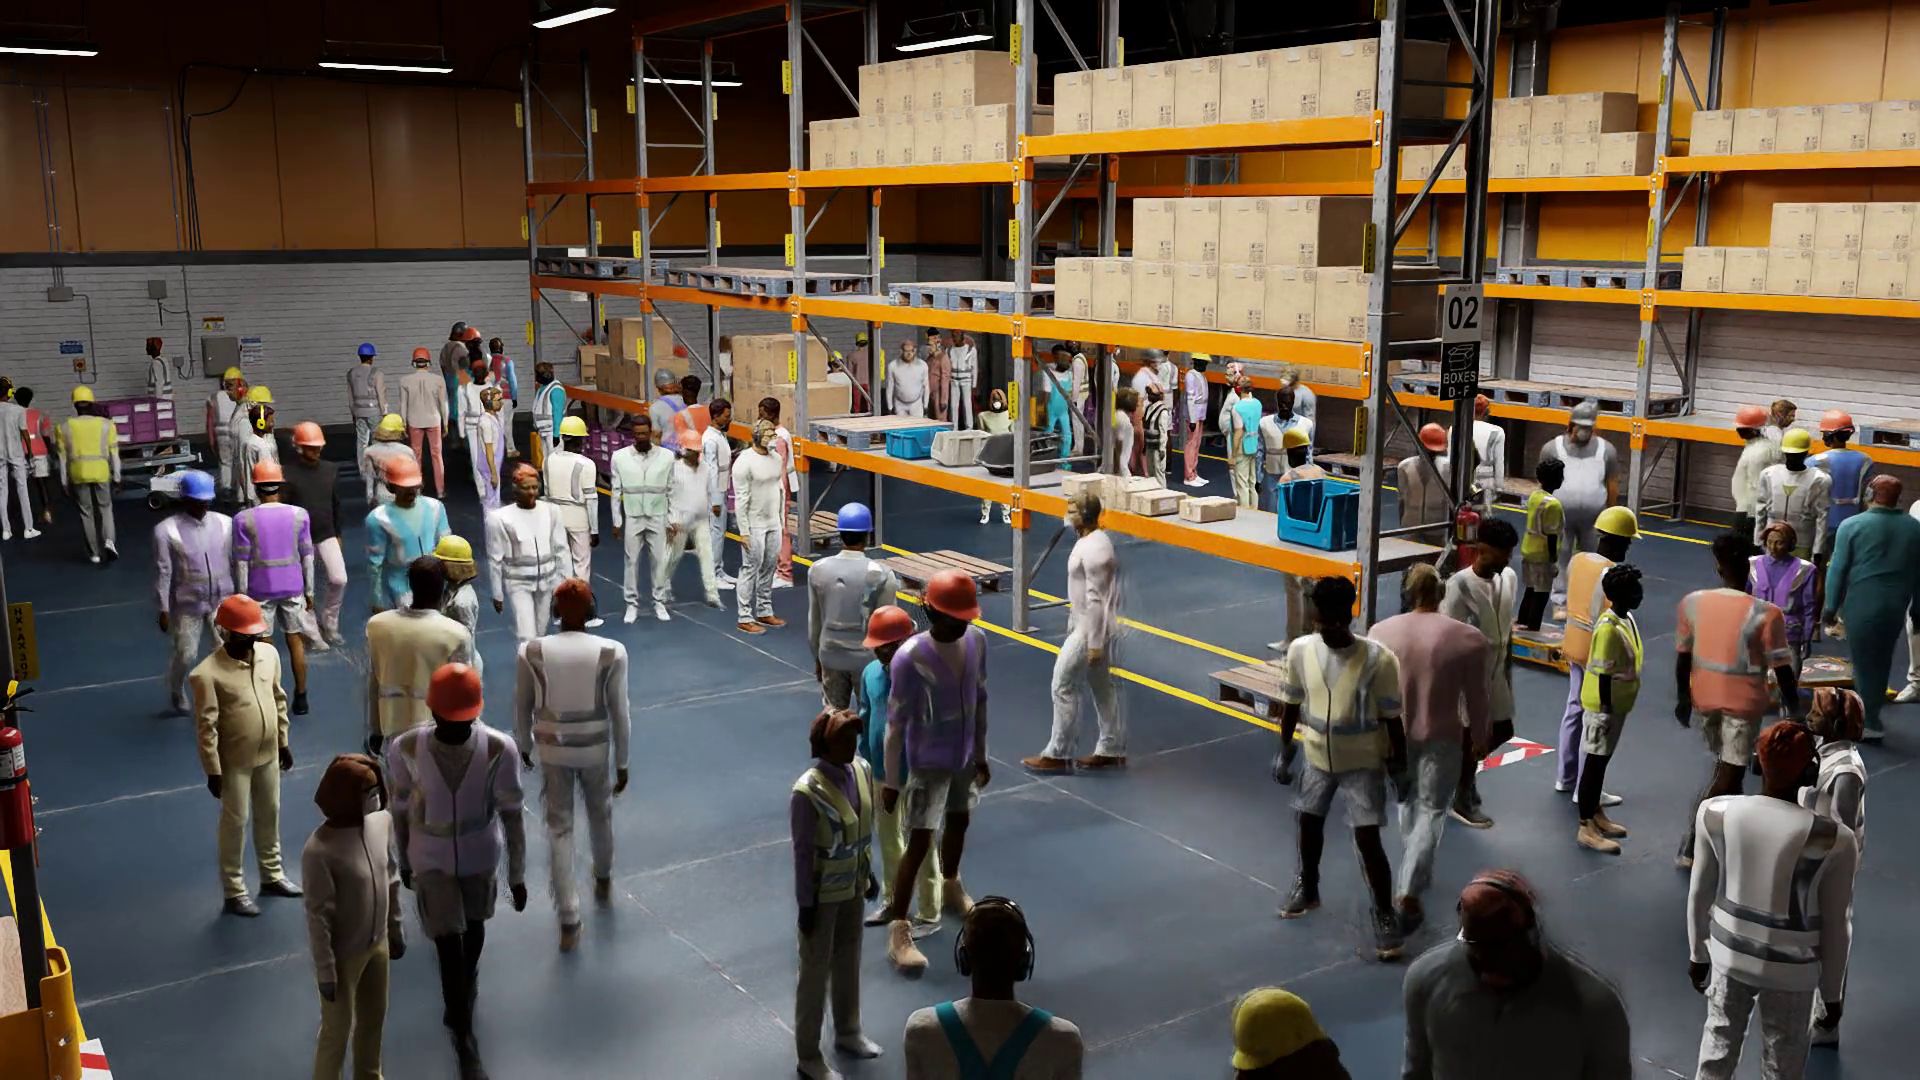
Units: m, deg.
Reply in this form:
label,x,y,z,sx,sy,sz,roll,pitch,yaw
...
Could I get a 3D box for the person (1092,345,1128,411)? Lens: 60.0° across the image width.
label,x,y,z,sx,sy,sz,roll,pitch,yaw
person,2.179,-2.003,24.101,0.535,2.000,0.681,-1,11,-3

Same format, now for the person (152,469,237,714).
label,x,y,z,sx,sy,sz,roll,pitch,yaw
person,-5.513,0.422,12.022,0.860,1.916,0.622,11,15,44

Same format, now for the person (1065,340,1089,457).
label,x,y,z,sx,sy,sz,roll,pitch,yaw
person,1.771,-2.194,25.628,0.430,1.837,0.629,1,11,4

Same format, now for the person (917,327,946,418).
label,x,y,z,sx,sy,sz,roll,pitch,yaw
person,-0.464,-2.646,27.909,0.522,1.851,0.378,-1,11,-5

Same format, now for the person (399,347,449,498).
label,x,y,z,sx,sy,sz,roll,pitch,yaw
person,-7.028,-1.533,21.849,0.618,1.986,0.408,-4,12,-17

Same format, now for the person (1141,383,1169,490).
label,x,y,z,sx,sy,sz,roll,pitch,yaw
person,2.436,-1.140,20.748,0.313,1.633,0.519,-4,12,-19

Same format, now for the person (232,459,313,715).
label,x,y,z,sx,sy,sz,roll,pitch,yaw
person,-5.065,0.364,12.294,0.549,1.927,0.393,-8,13,-34

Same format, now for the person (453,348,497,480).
label,x,y,z,sx,sy,sz,roll,pitch,yaw
person,-6.655,-1.715,23.062,0.614,1.868,0.982,-9,15,-40

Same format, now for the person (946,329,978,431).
label,x,y,z,sx,sy,sz,roll,pitch,yaw
person,0.013,-2.570,27.427,0.589,1.878,0.368,5,12,24

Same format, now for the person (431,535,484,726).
label,x,y,z,sx,sy,sz,roll,pitch,yaw
person,-3.129,0.826,10.383,0.289,1.746,0.487,-5,12,-24

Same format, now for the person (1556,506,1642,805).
label,x,y,z,sx,sy,sz,roll,pitch,yaw
person,4.023,0.728,10.465,0.397,1.913,0.592,-2,11,-12

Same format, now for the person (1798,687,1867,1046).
label,x,y,z,sx,sy,sz,roll,pitch,yaw
person,3.866,1.451,7.452,0.309,1.641,0.514,3,11,14

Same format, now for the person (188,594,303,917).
label,x,y,z,sx,sy,sz,roll,pitch,yaw
person,-3.781,1.131,8.845,0.357,1.738,0.572,5,12,23

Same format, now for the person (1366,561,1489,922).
label,x,y,z,sx,sy,sz,roll,pitch,yaw
person,2.464,1.048,8.885,0.637,1.889,0.973,7,13,31

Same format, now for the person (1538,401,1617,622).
label,x,y,z,sx,sy,sz,roll,pitch,yaw
person,5.705,-0.304,15.410,0.696,2.000,0.727,3,11,13

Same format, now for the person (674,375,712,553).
label,x,y,z,sx,sy,sz,roll,pitch,yaw
person,-2.927,-0.839,18.336,0.367,1.967,0.602,8,14,35

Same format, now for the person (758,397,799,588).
label,x,y,z,sx,sy,sz,roll,pitch,yaw
person,-1.821,-0.481,16.669,0.396,1.908,0.599,-3,11,-15

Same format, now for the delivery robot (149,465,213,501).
label,x,y,z,sx,sy,sz,roll,pitch,yaw
delivery robot,-9.826,-0.697,20.994,0.707,0.478,0.477,0,11,-2

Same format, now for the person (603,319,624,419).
label,x,y,z,sx,sy,sz,roll,pitch,yaw
person,-6.318,-3.084,30.164,0.429,1.838,0.621,3,11,16

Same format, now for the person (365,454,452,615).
label,x,y,z,sx,sy,sz,roll,pitch,yaw
person,-4.092,0.331,12.306,1.045,2.000,0.623,9,14,38

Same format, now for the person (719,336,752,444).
label,x,y,z,sx,sy,sz,roll,pitch,yaw
person,-3.718,-2.366,26.637,0.935,1.790,0.597,7,13,31

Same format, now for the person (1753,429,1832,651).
label,x,y,z,sx,sy,sz,roll,pitch,yaw
person,7.054,0.003,14.165,0.586,1.918,0.413,10,15,43

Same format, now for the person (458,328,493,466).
label,x,y,z,sx,sy,sz,roll,pitch,yaw
person,-7.189,-2.115,24.670,0.377,2.045,0.605,7,13,31

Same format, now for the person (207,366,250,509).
label,x,y,z,sx,sy,sz,roll,pitch,yaw
person,-9.157,-1.280,20.991,0.607,1.810,0.435,-3,11,-15

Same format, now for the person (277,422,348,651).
label,x,y,z,sx,sy,sz,roll,pitch,yaw
person,-5.493,-0.020,14.111,0.497,1.971,0.639,10,15,41

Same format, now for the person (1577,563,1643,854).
label,x,y,z,sx,sy,sz,roll,pitch,yaw
person,3.823,0.968,9.780,0.322,1.697,0.536,7,13,30

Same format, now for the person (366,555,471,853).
label,x,y,z,sx,sy,sz,roll,pitch,yaw
person,-2.925,1.040,8.906,0.627,1.893,0.594,2,11,10

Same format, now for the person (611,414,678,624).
label,x,y,z,sx,sy,sz,roll,pitch,yaw
person,-2.883,-0.201,15.198,0.597,1.916,0.371,-3,12,-16

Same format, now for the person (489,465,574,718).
label,x,y,z,sx,sy,sz,roll,pitch,yaw
person,-3.133,0.382,12.387,0.580,1.856,0.836,-9,14,-40

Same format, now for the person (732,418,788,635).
label,x,y,z,sx,sy,sz,roll,pitch,yaw
person,-1.768,-0.123,14.783,0.359,1.931,0.634,7,13,31

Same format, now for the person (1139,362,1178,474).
label,x,y,z,sx,sy,sz,roll,pitch,yaw
person,2.826,-1.911,23.858,0.602,1.957,0.385,-3,11,-15

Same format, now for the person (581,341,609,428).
label,x,y,z,sx,sy,sz,roll,pitch,yaw
person,-5.793,-2.286,26.366,0.413,1.730,0.569,9,14,38

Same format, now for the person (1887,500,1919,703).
label,x,y,z,sx,sy,sz,roll,pitch,yaw
person,7.300,0.347,12.456,0.403,1.897,0.654,-4,12,-18

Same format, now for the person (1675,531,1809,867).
label,x,y,z,sx,sy,sz,roll,pitch,yaw
person,4.394,0.917,9.438,0.673,1.929,0.681,-7,13,-30

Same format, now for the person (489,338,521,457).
label,x,y,z,sx,sy,sz,roll,pitch,yaw
person,-7.072,-2.184,25.545,0.624,1.844,0.429,3,11,13

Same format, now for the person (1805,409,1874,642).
label,x,y,z,sx,sy,sz,roll,pitch,yaw
person,7.584,-0.122,14.502,0.608,2.036,0.410,-1,11,-5

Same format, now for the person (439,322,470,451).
label,x,y,z,sx,sy,sz,roll,pitch,yaw
person,-7.865,-2.440,26.339,0.684,2.000,0.536,8,14,36

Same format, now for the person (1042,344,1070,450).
label,x,y,z,sx,sy,sz,roll,pitch,yaw
person,1.537,-2.225,26.123,0.540,1.695,0.317,-5,12,-25

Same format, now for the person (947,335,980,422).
label,x,y,z,sx,sy,sz,roll,pitch,yaw
person,0.022,-2.976,29.296,0.626,1.967,0.872,9,14,38

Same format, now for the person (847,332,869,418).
label,x,y,z,sx,sy,sz,roll,pitch,yaw
person,-1.635,-2.595,27.832,0.527,1.772,0.301,-1,11,-7

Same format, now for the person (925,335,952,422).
label,x,y,z,sx,sy,sz,roll,pitch,yaw
person,-0.380,-2.163,25.306,0.400,1.899,0.636,-5,12,-26

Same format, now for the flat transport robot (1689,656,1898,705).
label,x,y,z,sx,sy,sz,roll,pitch,yaw
flat transport robot,6.370,1.090,12.818,1.431,0.197,0.652,-2,11,-10

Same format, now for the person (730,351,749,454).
label,x,y,z,sx,sy,sz,roll,pitch,yaw
person,-3.439,-2.129,25.791,0.283,1.633,0.497,-6,12,-26

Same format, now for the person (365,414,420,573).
label,x,y,z,sx,sy,sz,roll,pitch,yaw
person,-5.751,-0.441,16.978,0.507,1.713,0.745,0,11,0

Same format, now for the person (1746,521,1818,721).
label,x,y,z,sx,sy,sz,roll,pitch,yaw
person,5.605,0.671,11.473,0.524,1.631,0.313,8,14,37
